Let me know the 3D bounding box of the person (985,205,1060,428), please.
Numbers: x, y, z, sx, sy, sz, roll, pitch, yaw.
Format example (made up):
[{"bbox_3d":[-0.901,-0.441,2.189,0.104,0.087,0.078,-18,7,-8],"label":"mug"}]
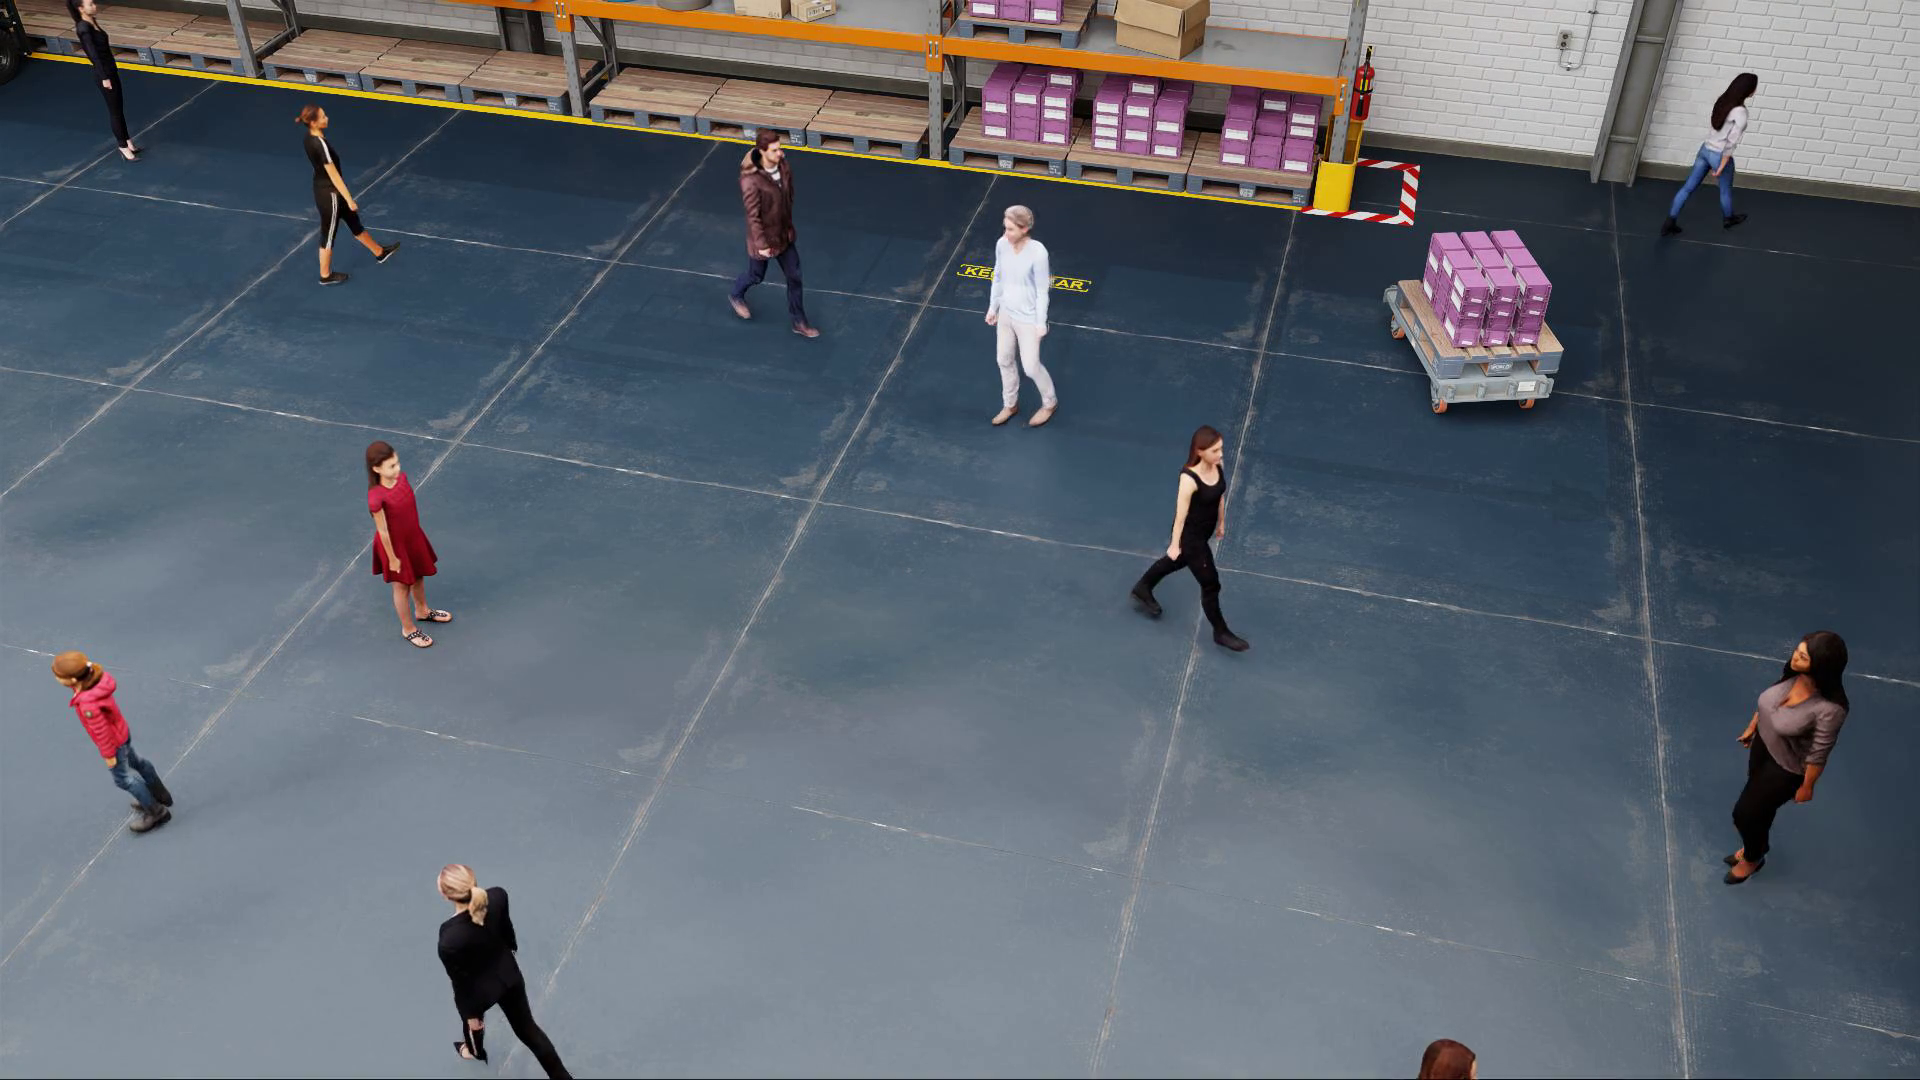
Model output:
[{"bbox_3d":[0.492,-1.748,12.885,0.847,1.876,0.906,26,45,29],"label":"person"}]

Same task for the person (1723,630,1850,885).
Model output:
[{"bbox_3d":[4.638,1.225,9.202,0.773,1.825,0.758,-2,39,-3],"label":"person"}]

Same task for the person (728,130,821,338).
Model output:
[{"bbox_3d":[-1.665,-2.578,13.978,1.317,1.809,1.078,28,47,31],"label":"person"}]

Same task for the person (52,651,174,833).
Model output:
[{"bbox_3d":[-4.915,1.150,9.714,0.657,1.305,0.609,-14,41,-17],"label":"person"}]

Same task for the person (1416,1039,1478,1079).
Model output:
[{"bbox_3d":[1.956,2.734,7.364,1.057,1.761,0.674,14,41,17],"label":"person"}]

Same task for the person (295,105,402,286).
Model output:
[{"bbox_3d":[-5.633,-3.012,14.662,1.079,1.634,0.993,-19,42,-22],"label":"person"}]

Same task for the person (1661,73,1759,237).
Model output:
[{"bbox_3d":[6.878,-3.505,15.325,1.149,1.577,0.958,-11,40,-13],"label":"person"}]

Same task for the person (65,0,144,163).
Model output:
[{"bbox_3d":[-8.534,-4.630,16.624,0.647,1.712,0.643,-10,40,-12],"label":"person"}]

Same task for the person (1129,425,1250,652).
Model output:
[{"bbox_3d":[1.478,-0.060,10.955,1.229,1.646,0.875,24,45,27],"label":"person"}]

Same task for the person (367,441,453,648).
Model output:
[{"bbox_3d":[-3.685,-0.005,10.961,0.588,1.553,0.533,10,40,12],"label":"person"}]

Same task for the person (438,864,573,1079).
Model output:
[{"bbox_3d":[-2.215,2.217,8.089,1.156,1.665,0.852,21,43,24],"label":"person"}]
